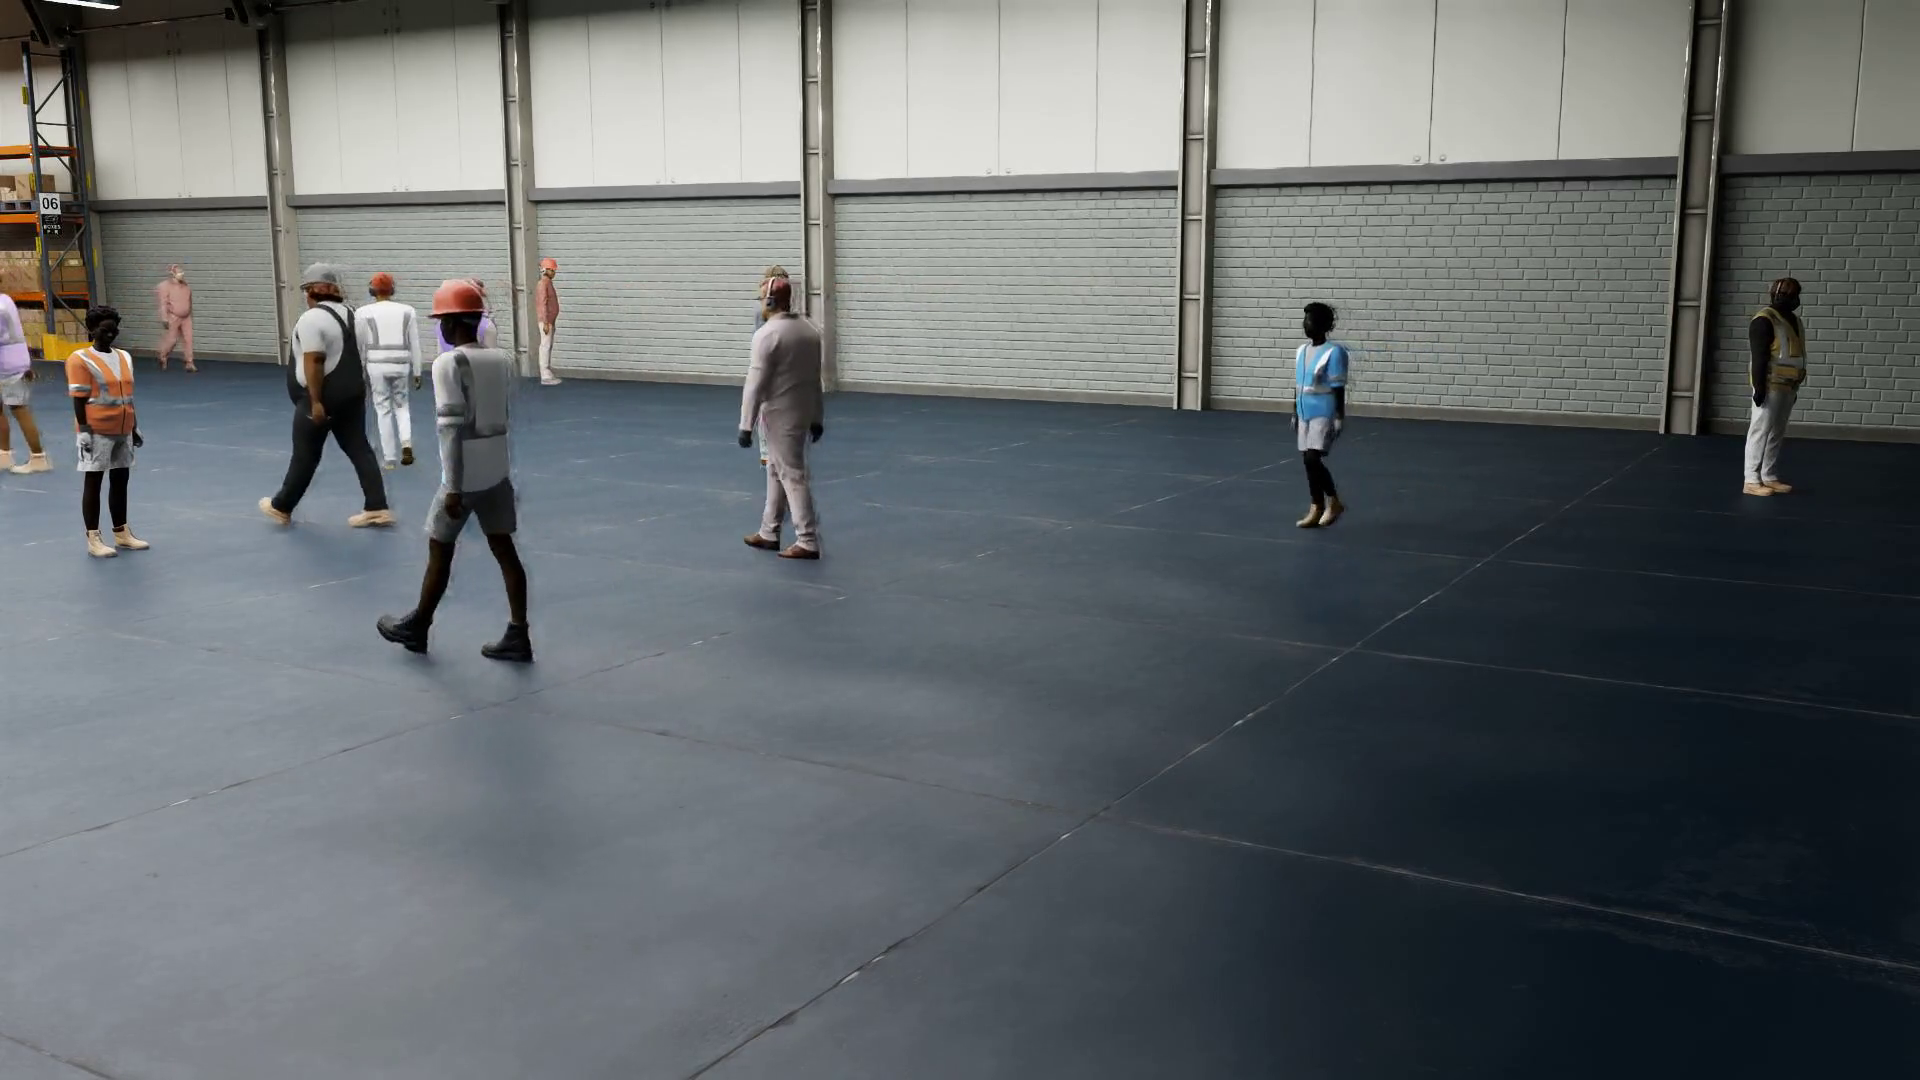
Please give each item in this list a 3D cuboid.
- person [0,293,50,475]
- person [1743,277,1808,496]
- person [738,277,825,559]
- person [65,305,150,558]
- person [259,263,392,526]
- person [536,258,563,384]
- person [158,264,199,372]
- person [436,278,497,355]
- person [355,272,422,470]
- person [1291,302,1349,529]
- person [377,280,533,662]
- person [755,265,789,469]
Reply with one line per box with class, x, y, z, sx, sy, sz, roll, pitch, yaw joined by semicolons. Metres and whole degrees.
person;-8.839;-1.576;15.273;0.764;2.002;0.644;-3;10;-18
person;6.938;-1.298;14.123;0.633;1.841;0.429;-7;12;-37
person;-1.268;-0.814;11.194;0.854;1.869;0.672;5;11;27
person;-5.776;-0.738;11.271;0.321;1.694;0.529;3;10;17
person;-4.752;-1.114;12.463;1.058;2.000;0.699;2;10;14
person;-6.512;-3.460;26.340;0.391;1.991;0.612;-1;10;-4
person;-13.670;-3.866;29.022;0.685;1.887;0.652;6;11;32
person;-3.857;-1.131;13.127;0.569;1.845;0.384;4;11;23
person;-5.397;-1.584;15.704;0.603;1.872;0.451;-7;12;-34
person;2.621;-0.906;12.268;0.375;1.687;0.545;-5;11;-25
person;-2.533;-0.343;8.366;0.935;1.893;0.576;4;11;25
person;-1.777;-1.641;15.854;0.353;1.934;0.635;0;10;-1
